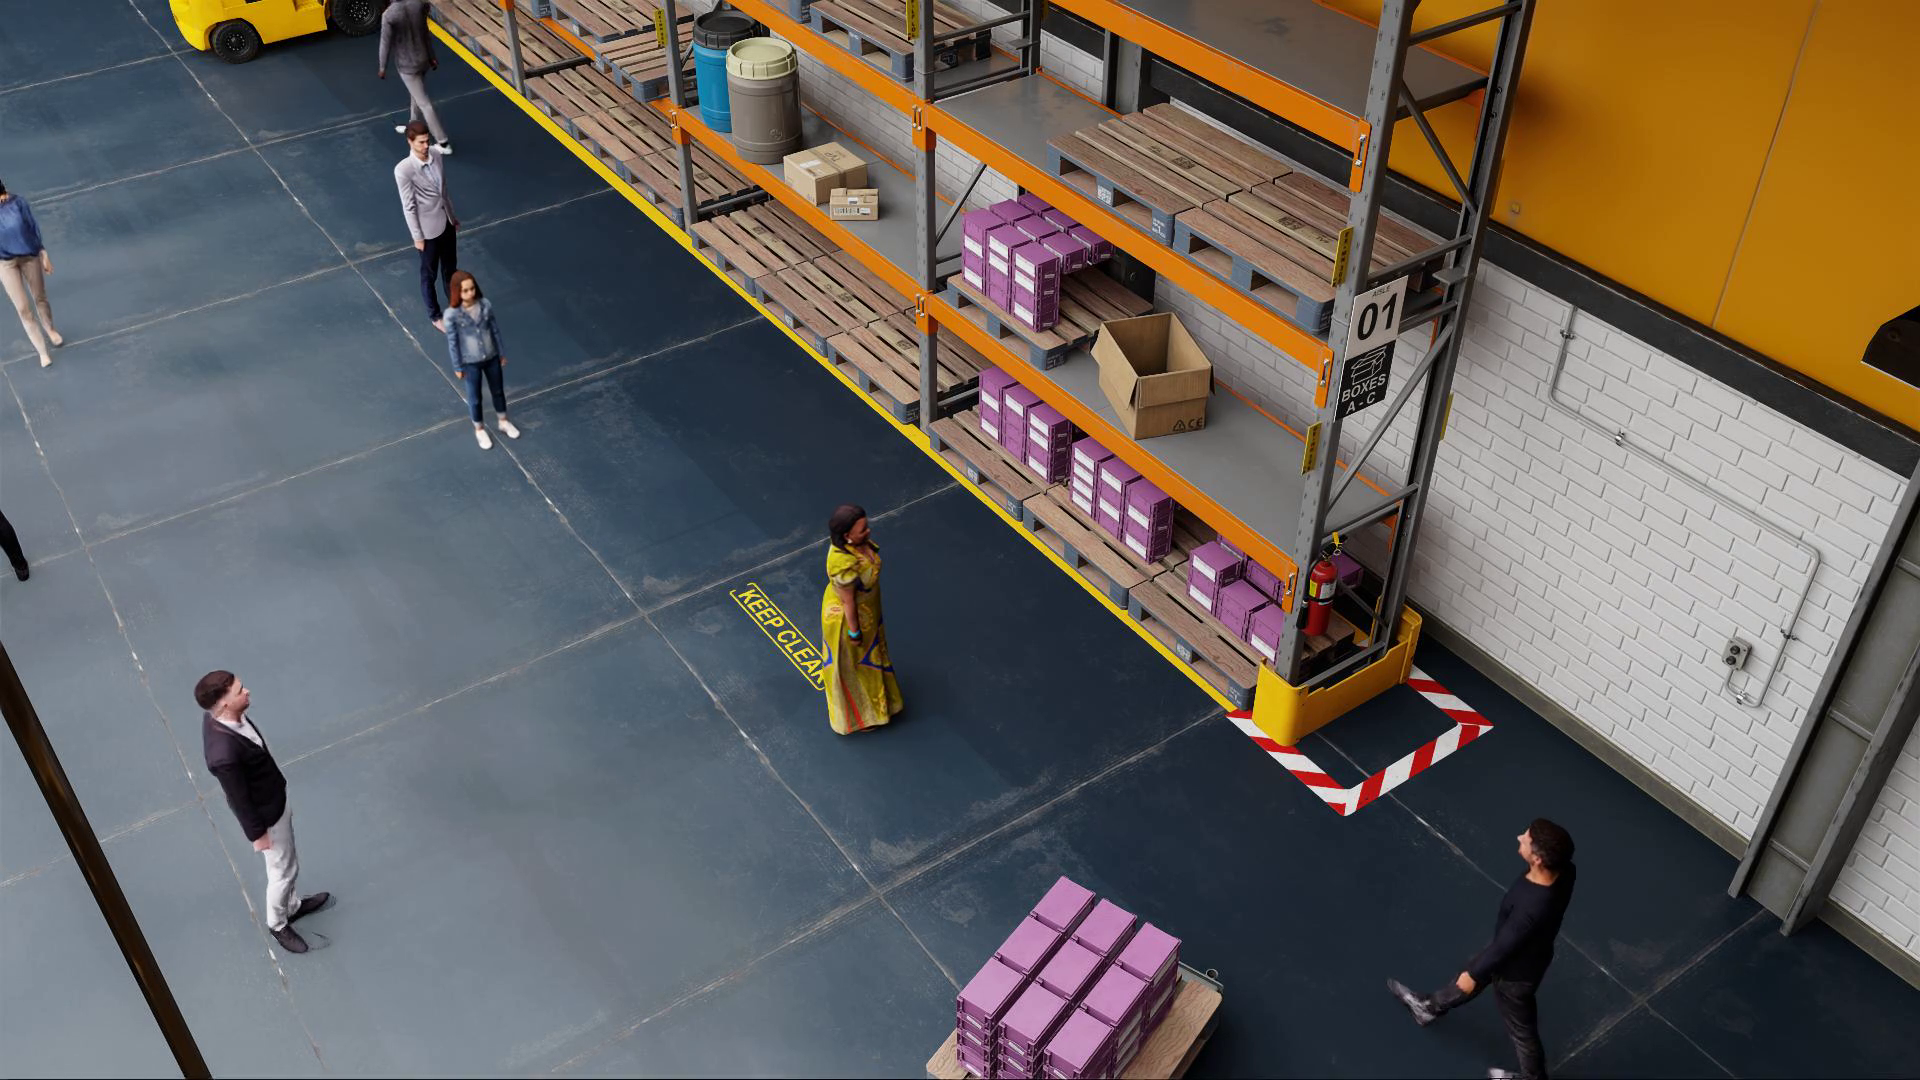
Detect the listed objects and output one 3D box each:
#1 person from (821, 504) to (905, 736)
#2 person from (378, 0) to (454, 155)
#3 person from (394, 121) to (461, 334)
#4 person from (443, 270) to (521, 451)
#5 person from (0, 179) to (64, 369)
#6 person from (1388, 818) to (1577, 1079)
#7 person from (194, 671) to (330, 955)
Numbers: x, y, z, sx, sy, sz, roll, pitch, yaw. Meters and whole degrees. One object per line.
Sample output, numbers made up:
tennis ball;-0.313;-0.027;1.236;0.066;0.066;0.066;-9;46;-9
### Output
person;-0.665;0.454;10.275;1.062;1.660;0.964;0;39;0
person;-5.397;-4.721;16.636;1.158;1.810;1.005;16;41;19
person;-4.456;-2.672;14.040;0.761;1.846;0.768;16;41;20
person;-3.692;-1.403;12.747;0.588;1.476;0.517;-26;46;-29
person;-7.795;-2.322;13.739;0.634;1.676;0.917;-25;45;-28
person;2.791;2.110;8.070;1.250;1.823;0.910;26;45;28
person;-3.759;1.449;8.889;0.831;1.835;0.602;-8;39;-10
